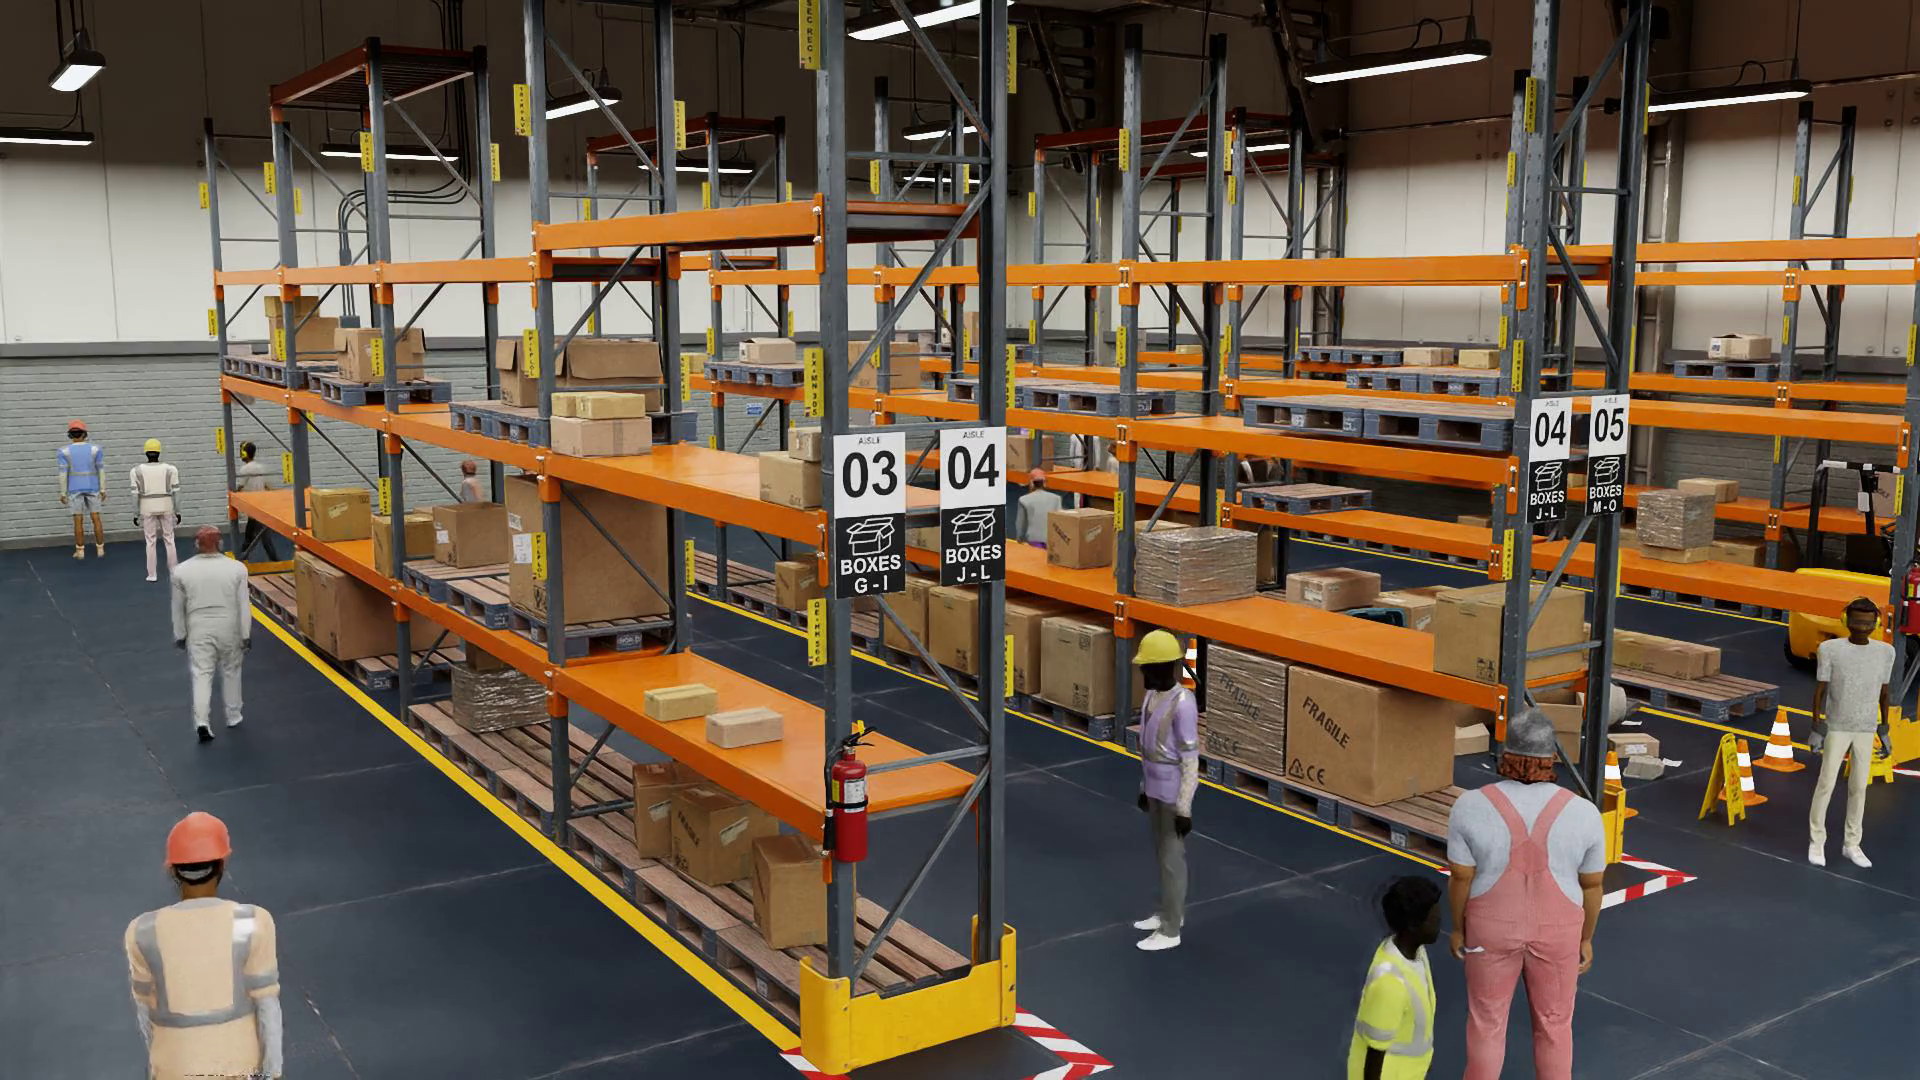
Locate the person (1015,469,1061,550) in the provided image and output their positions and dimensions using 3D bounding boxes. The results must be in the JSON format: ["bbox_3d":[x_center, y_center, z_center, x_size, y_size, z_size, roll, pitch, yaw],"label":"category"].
[{"bbox_3d":[0.987,-0.042,20.819,0.582,1.687,0.992,-2,9,-12],"label":"person"}]

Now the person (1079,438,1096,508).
[{"bbox_3d":[2.172,-1.171,28.071,0.315,1.769,0.525,1,9,9],"label":"person"}]

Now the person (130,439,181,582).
[{"bbox_3d":[-10.809,-0.396,22.376,0.594,1.925,0.379,-5,10,-30],"label":"person"}]

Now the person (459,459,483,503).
[{"bbox_3d":[-6.645,-0.296,22.737,0.430,1.606,0.548,1,9,7],"label":"person"}]

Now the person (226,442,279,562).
[{"bbox_3d":[-9.876,-0.445,23.050,0.976,1.817,0.541,1,9,8],"label":"person"}]

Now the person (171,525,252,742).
[{"bbox_3d":[-6.564,0.803,14.601,0.653,1.874,0.927,-2,9,-16],"label":"person"}]

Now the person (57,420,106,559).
[{"bbox_3d":[-12.808,-0.734,24.275,0.605,2.034,0.392,-6,11,-36],"label":"person"}]

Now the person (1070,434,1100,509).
[{"bbox_3d":[2.199,-1.316,29.077,0.565,1.750,0.341,5,10,29],"label":"person"}]

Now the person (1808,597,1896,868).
[{"bbox_3d":[6.056,1.299,11.297,0.526,1.865,0.315,1,9,8],"label":"person"}]

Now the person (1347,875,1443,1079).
[{"bbox_3d":[1.617,2.105,6.592,0.795,1.668,0.540,3,9,21],"label":"person"}]

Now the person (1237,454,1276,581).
[{"bbox_3d":[3.945,-0.440,22.502,0.627,1.983,1.101,-5,10,-32],"label":"person"}]

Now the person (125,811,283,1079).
[{"bbox_3d":[-2.928,1.994,6.517,0.539,1.903,0.789,-3,9,-19],"label":"person"}]

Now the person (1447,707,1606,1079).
[{"bbox_3d":[2.575,1.759,7.650,0.682,2.000,0.538,2,9,14],"label":"person"}]

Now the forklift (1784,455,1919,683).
[{"bbox_3d":[9.643,0.253,17.172,2.313,2.155,1.214,-6,10,-33],"label":"forklift"}]

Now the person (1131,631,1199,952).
[{"bbox_3d":[1.202,1.494,9.913,0.527,1.918,0.644,-2,9,-14],"label":"person"}]
